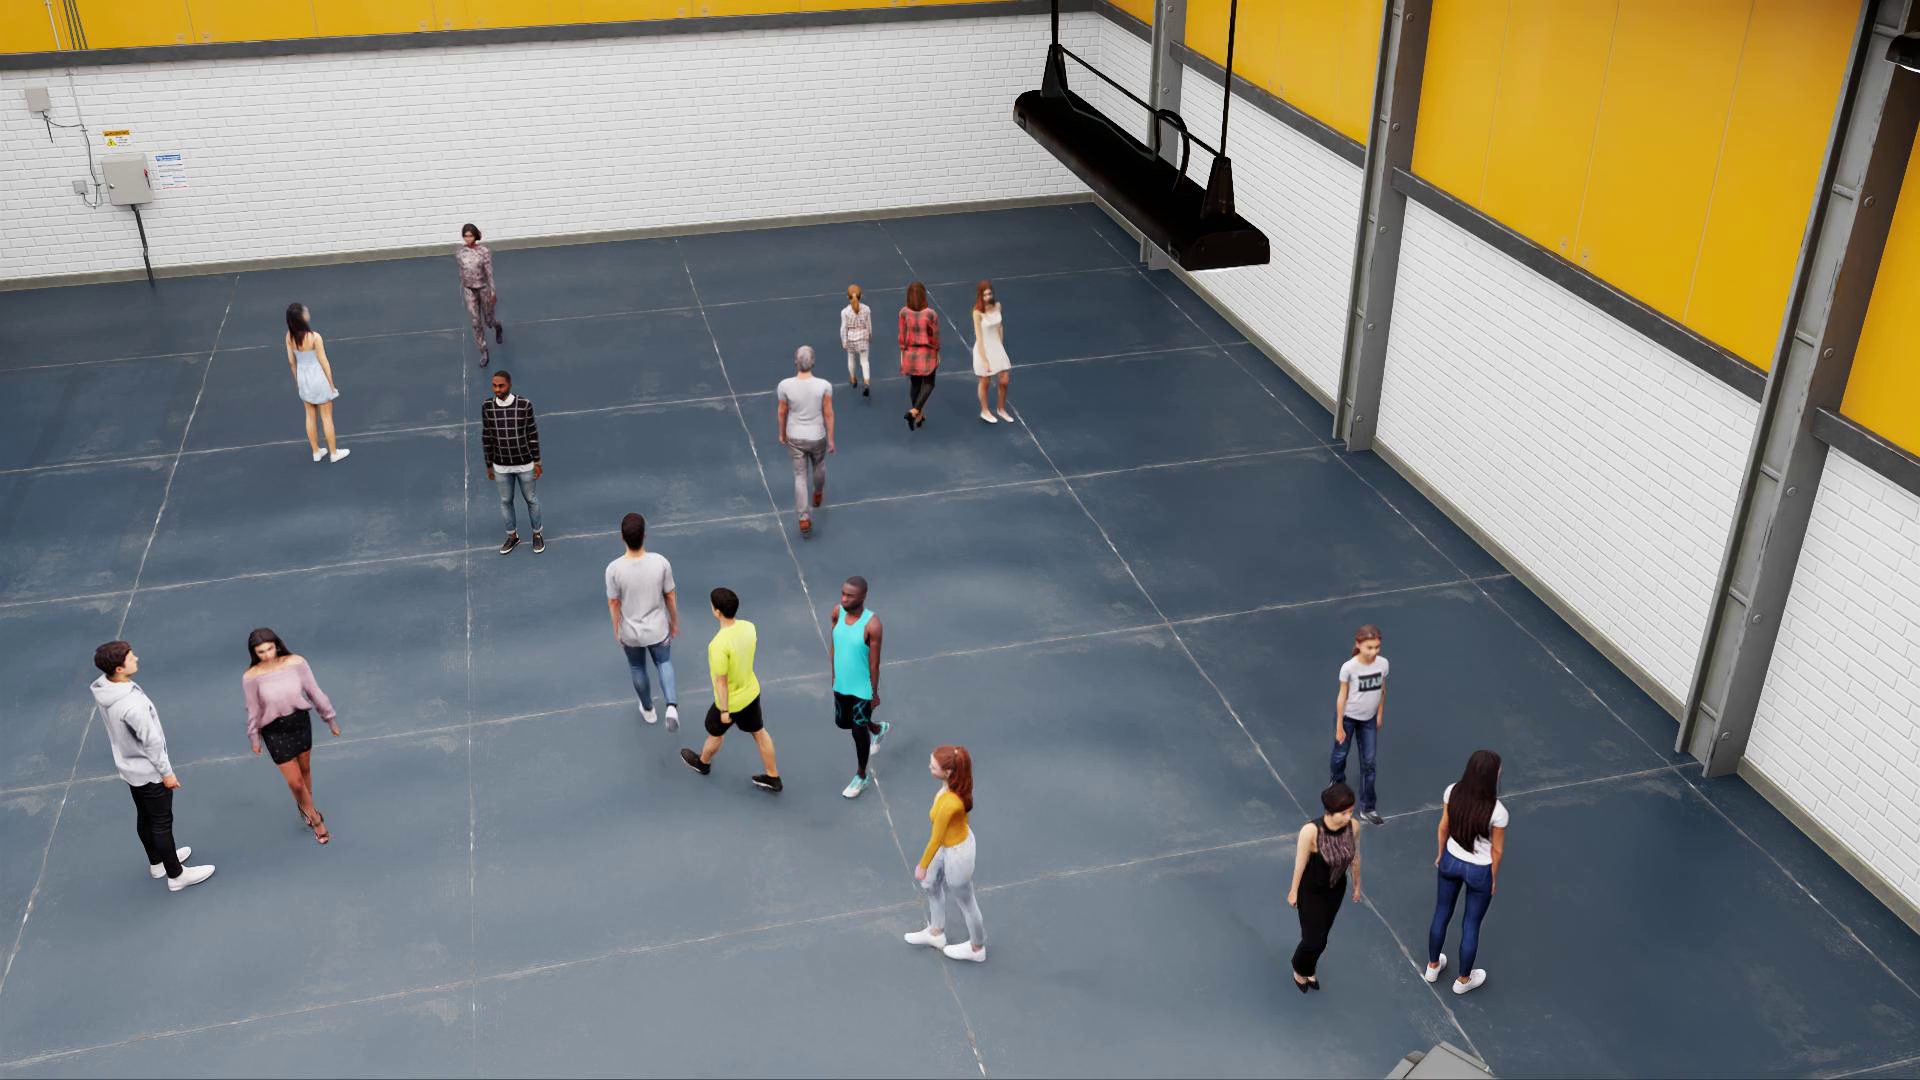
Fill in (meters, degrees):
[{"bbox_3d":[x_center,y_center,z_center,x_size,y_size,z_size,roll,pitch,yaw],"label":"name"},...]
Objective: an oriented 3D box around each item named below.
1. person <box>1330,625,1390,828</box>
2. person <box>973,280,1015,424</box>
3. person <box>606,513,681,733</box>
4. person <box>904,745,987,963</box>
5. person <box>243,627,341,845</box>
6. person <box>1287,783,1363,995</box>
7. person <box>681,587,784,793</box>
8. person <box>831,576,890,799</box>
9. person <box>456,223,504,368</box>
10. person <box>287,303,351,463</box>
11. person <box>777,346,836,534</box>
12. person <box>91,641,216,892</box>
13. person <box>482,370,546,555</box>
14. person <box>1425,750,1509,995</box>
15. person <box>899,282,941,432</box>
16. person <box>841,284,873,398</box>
[{"bbox_3d":[2.879,1.257,12.192,0.609,1.539,0.906,-4,29,-7],"label":"person"},{"bbox_3d":[0.250,-2.059,18.120,0.681,1.683,0.730,-20,34,-32],"label":"person"},{"bbox_3d":[-2.436,0.701,12.866,0.709,1.868,0.974,-9,30,-16],"label":"person"},{"bbox_3d":[0.060,2.031,10.575,0.794,1.729,0.810,3,29,6],"label":"person"},{"bbox_3d":[-4.792,1.348,11.769,0.859,1.784,0.860,-24,36,-36],"label":"person"},{"bbox_3d":[2.238,2.155,10.494,0.638,1.589,0.603,-11,31,-19],"label":"person"},{"bbox_3d":[-1.578,1.154,12.255,1.167,1.659,1.075,17,33,29],"label":"person"},{"bbox_3d":[-0.695,1.035,12.330,0.933,1.796,0.955,20,34,32],"label":"person"},{"bbox_3d":[-5.682,-2.934,19.710,0.752,1.697,0.978,2,29,4],"label":"person"},{"bbox_3d":[-6.736,-1.642,17.308,0.668,1.729,0.670,5,29,10],"label":"person"},{"bbox_3d":[-1.481,-0.929,15.941,0.884,1.786,1.239,0,29,-1],"label":"person"},{"bbox_3d":[-5.554,1.526,11.290,0.746,1.931,0.838,21,35,33],"label":"person"},{"bbox_3d":[-4.175,-0.748,15.573,0.713,1.821,0.618,-2,29,-3],"label":"person"},{"bbox_3d":[3.176,2.079,10.437,0.727,1.775,0.616,-25,37,-38],"label":"person"},{"bbox_3d":[-0.463,-1.928,17.877,0.897,1.685,1.002,10,30,18],"label":"person"},{"bbox_3d":[-1.147,-2.251,18.882,0.556,1.290,0.921,-6,29,-11],"label":"person"}]
